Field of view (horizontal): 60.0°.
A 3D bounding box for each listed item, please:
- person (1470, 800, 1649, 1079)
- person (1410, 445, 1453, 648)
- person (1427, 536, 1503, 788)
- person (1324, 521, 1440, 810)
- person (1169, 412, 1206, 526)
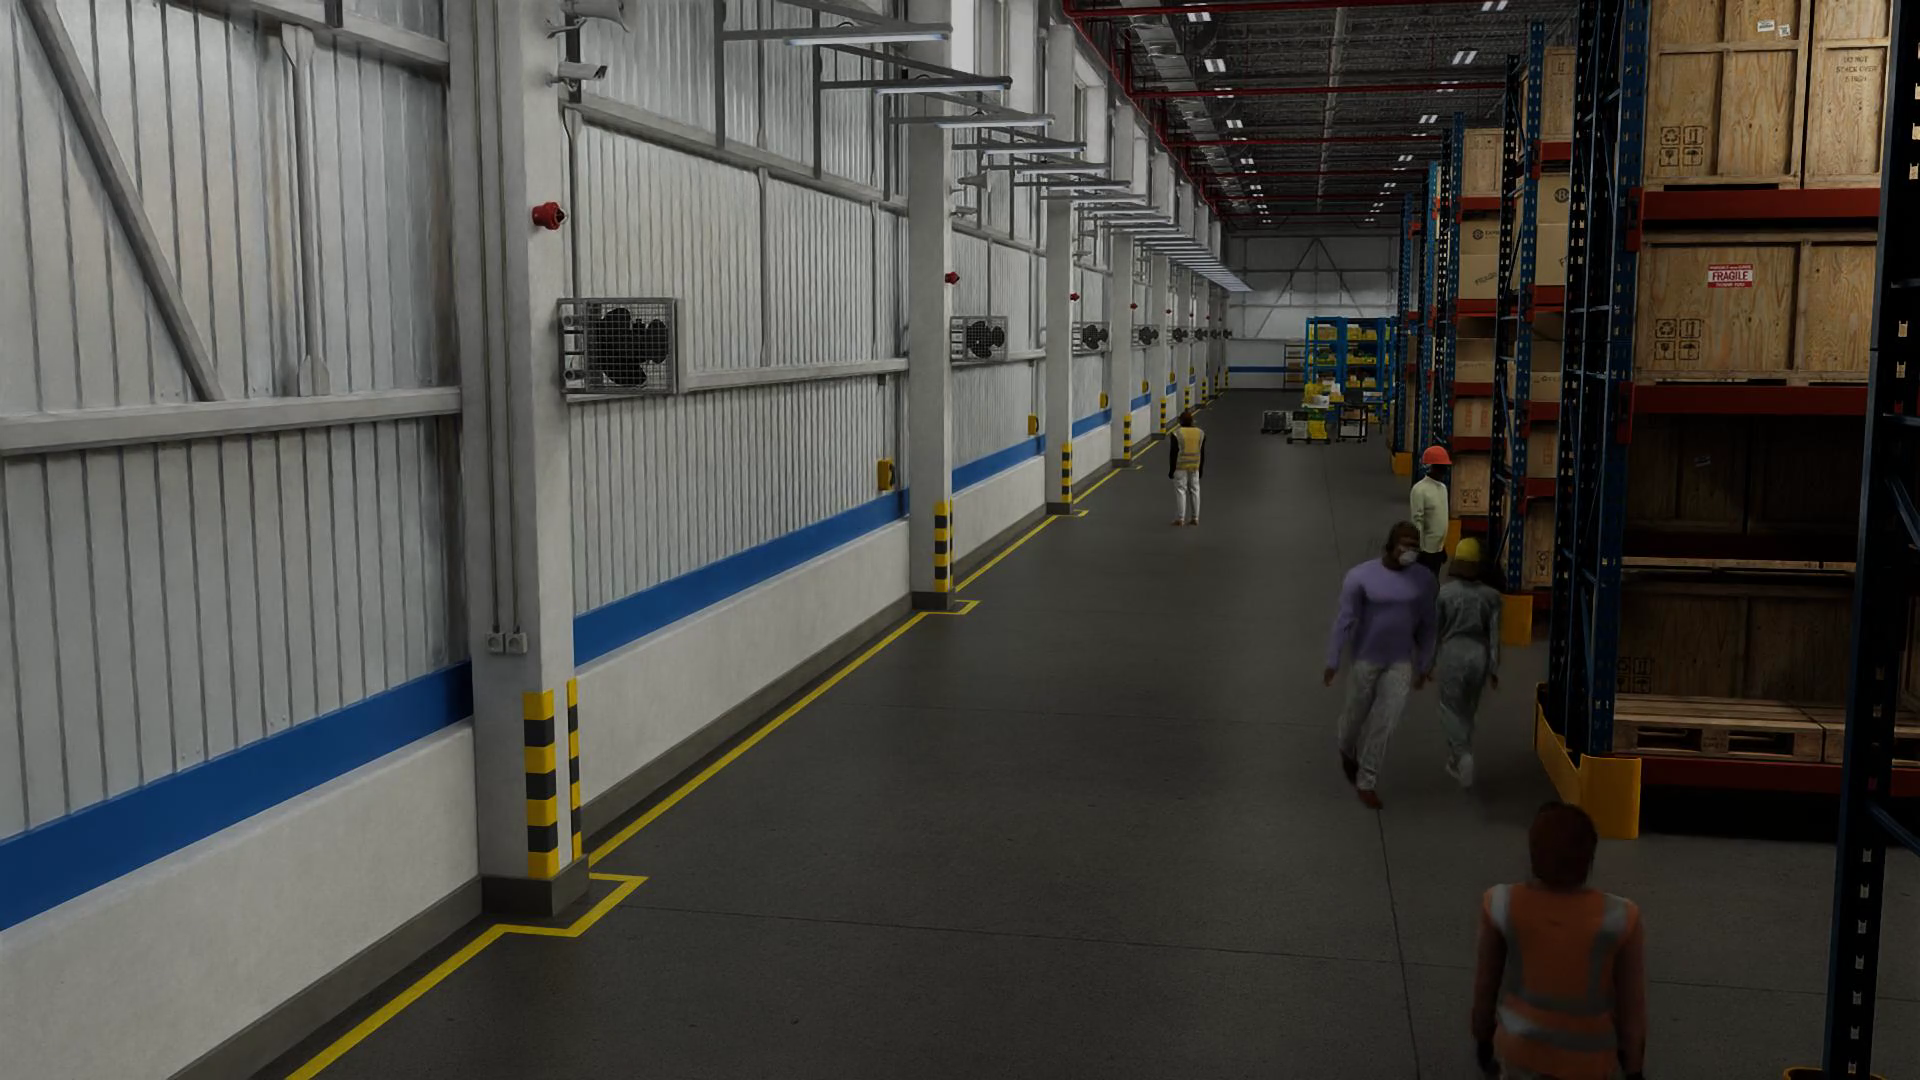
[{"bbox_3d":[1.890,1.632,5.272,0.549,1.623,0.371,4,8,29],"label":"person"},{"bbox_3d":[4.637,0.064,16.390,0.390,1.995,0.613,6,9,41],"label":"person"},{"bbox_3d":[3.452,0.838,11.325,0.488,1.713,0.711,0,7,0],"label":"person"},{"bbox_3d":[2.756,0.787,11.046,0.713,1.891,0.762,-1,7,-6],"label":"person"},{"bbox_3d":[3.614,-1.137,26.653,0.624,1.835,0.430,-3,8,-21],"label":"person"}]
